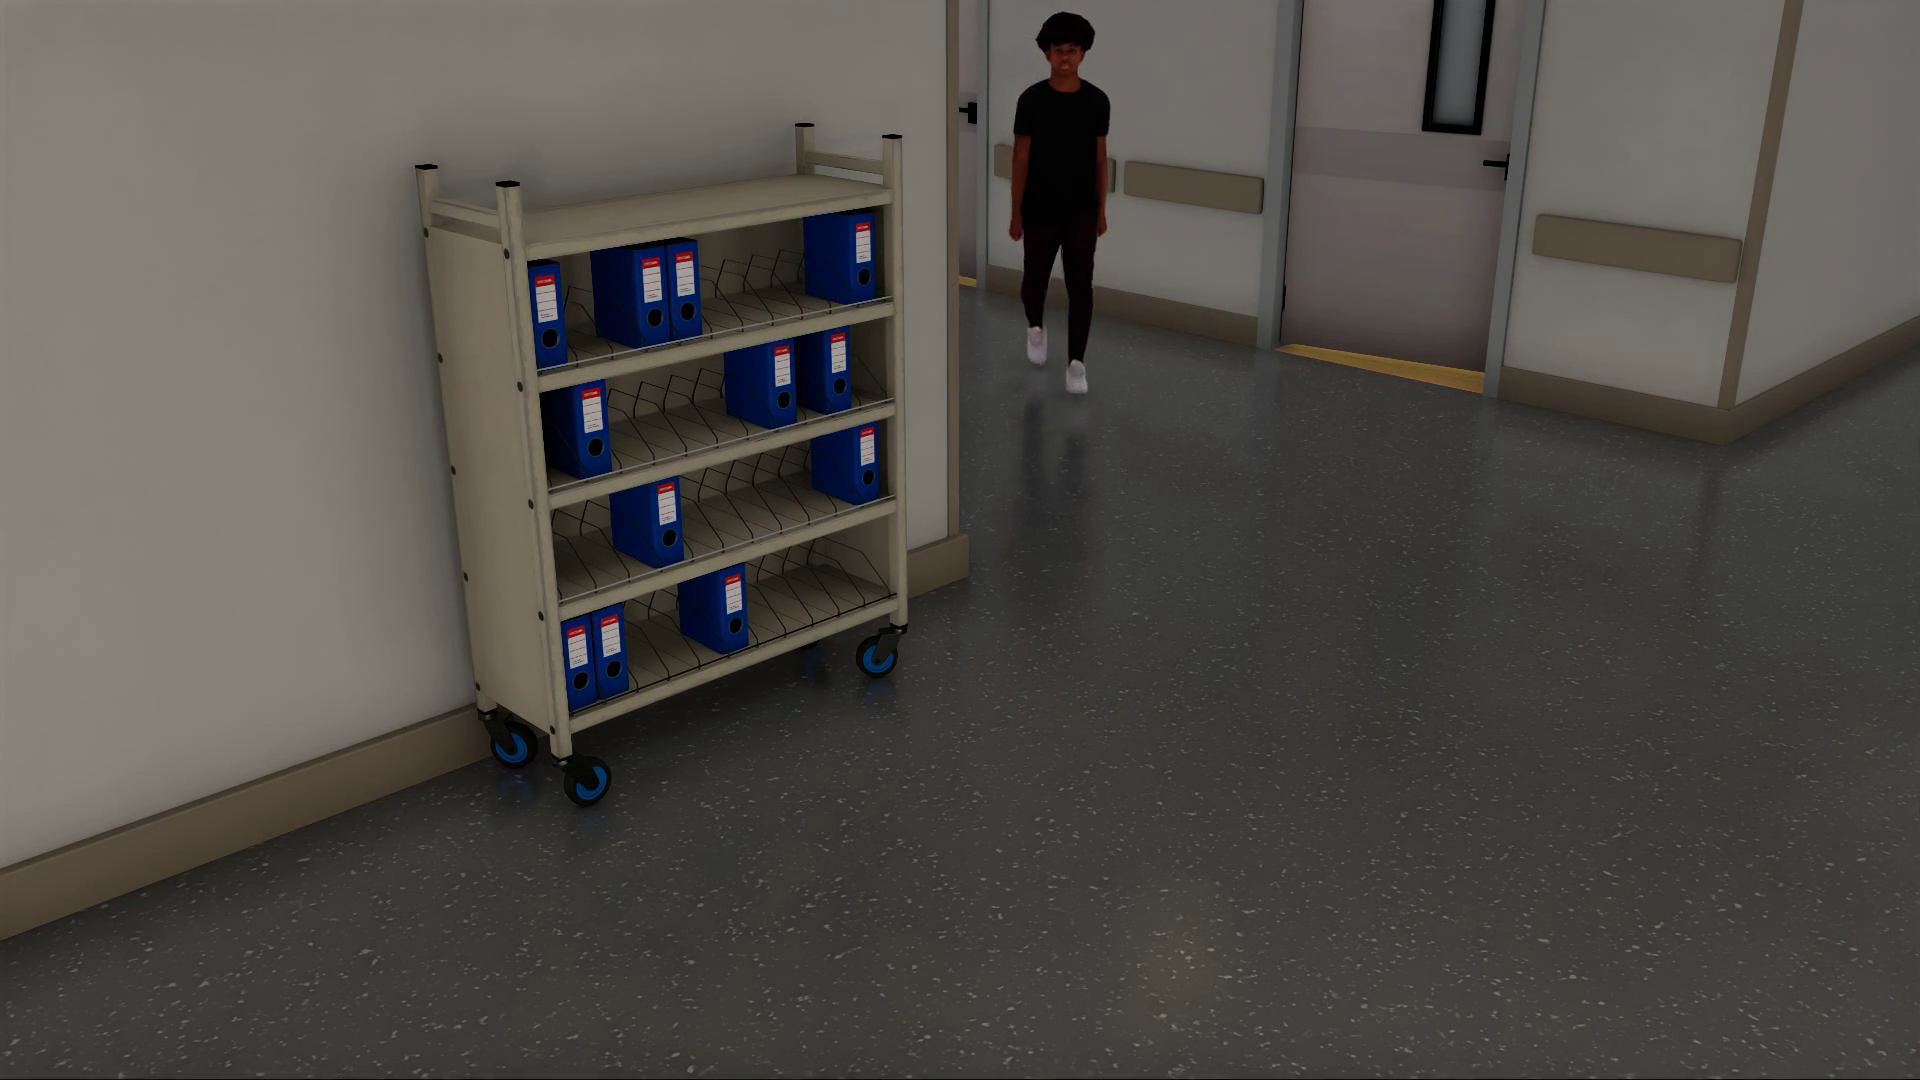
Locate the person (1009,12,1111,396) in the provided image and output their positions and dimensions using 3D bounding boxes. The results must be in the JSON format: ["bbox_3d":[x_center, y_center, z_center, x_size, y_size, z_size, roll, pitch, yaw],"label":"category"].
[{"bbox_3d":[0.480,-1.647,8.112,1.116,1.762,1.156,0,21,-1],"label":"person"}]
